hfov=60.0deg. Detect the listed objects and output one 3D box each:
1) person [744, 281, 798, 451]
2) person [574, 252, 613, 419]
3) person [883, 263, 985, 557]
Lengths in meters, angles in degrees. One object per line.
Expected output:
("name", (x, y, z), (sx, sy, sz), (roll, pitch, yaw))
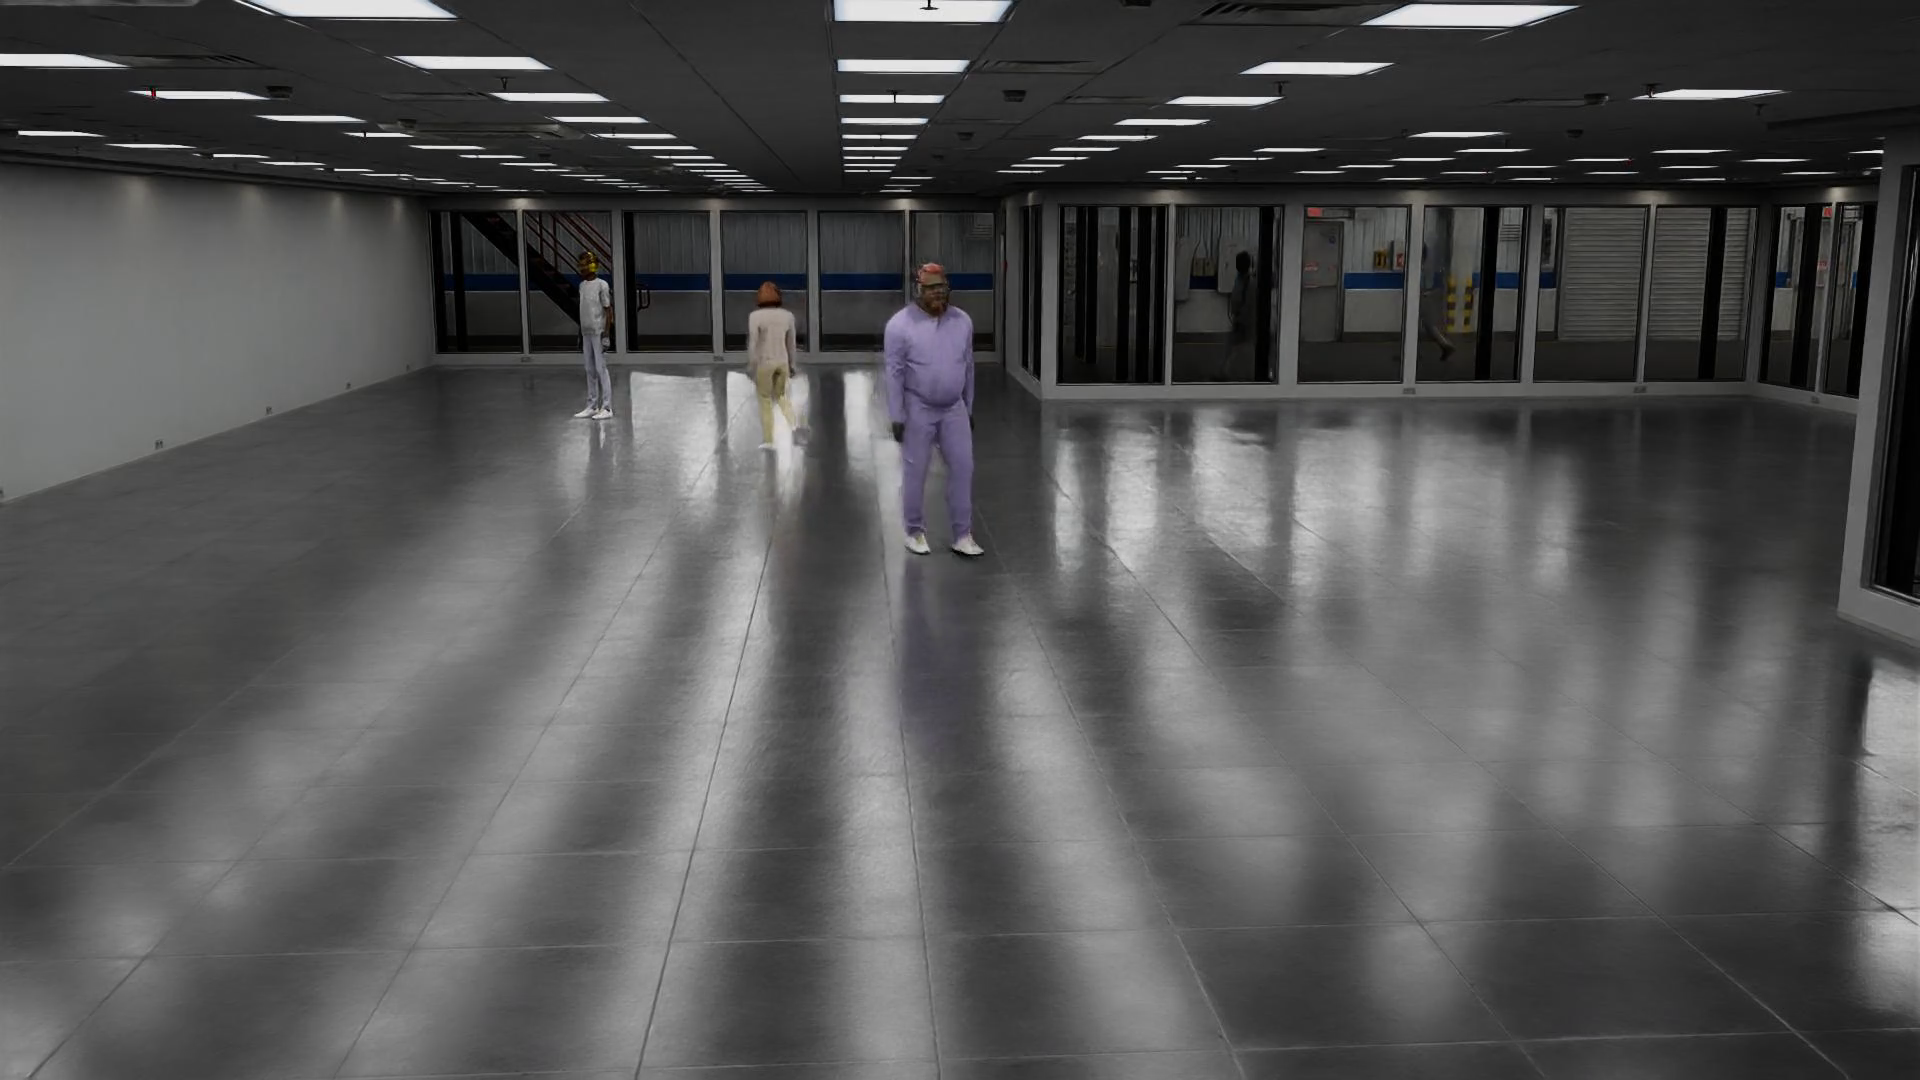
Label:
("person", (-1.789, -1.650, 15.859), (0.512, 1.623, 0.388), (-8, 13, -35))
("person", (-4.108, -2.281, 18.606), (0.534, 1.865, 0.311), (9, 14, 39))
("person", (-0.131, -0.808, 10.613), (0.666, 1.877, 0.800), (-5, 12, -25))
